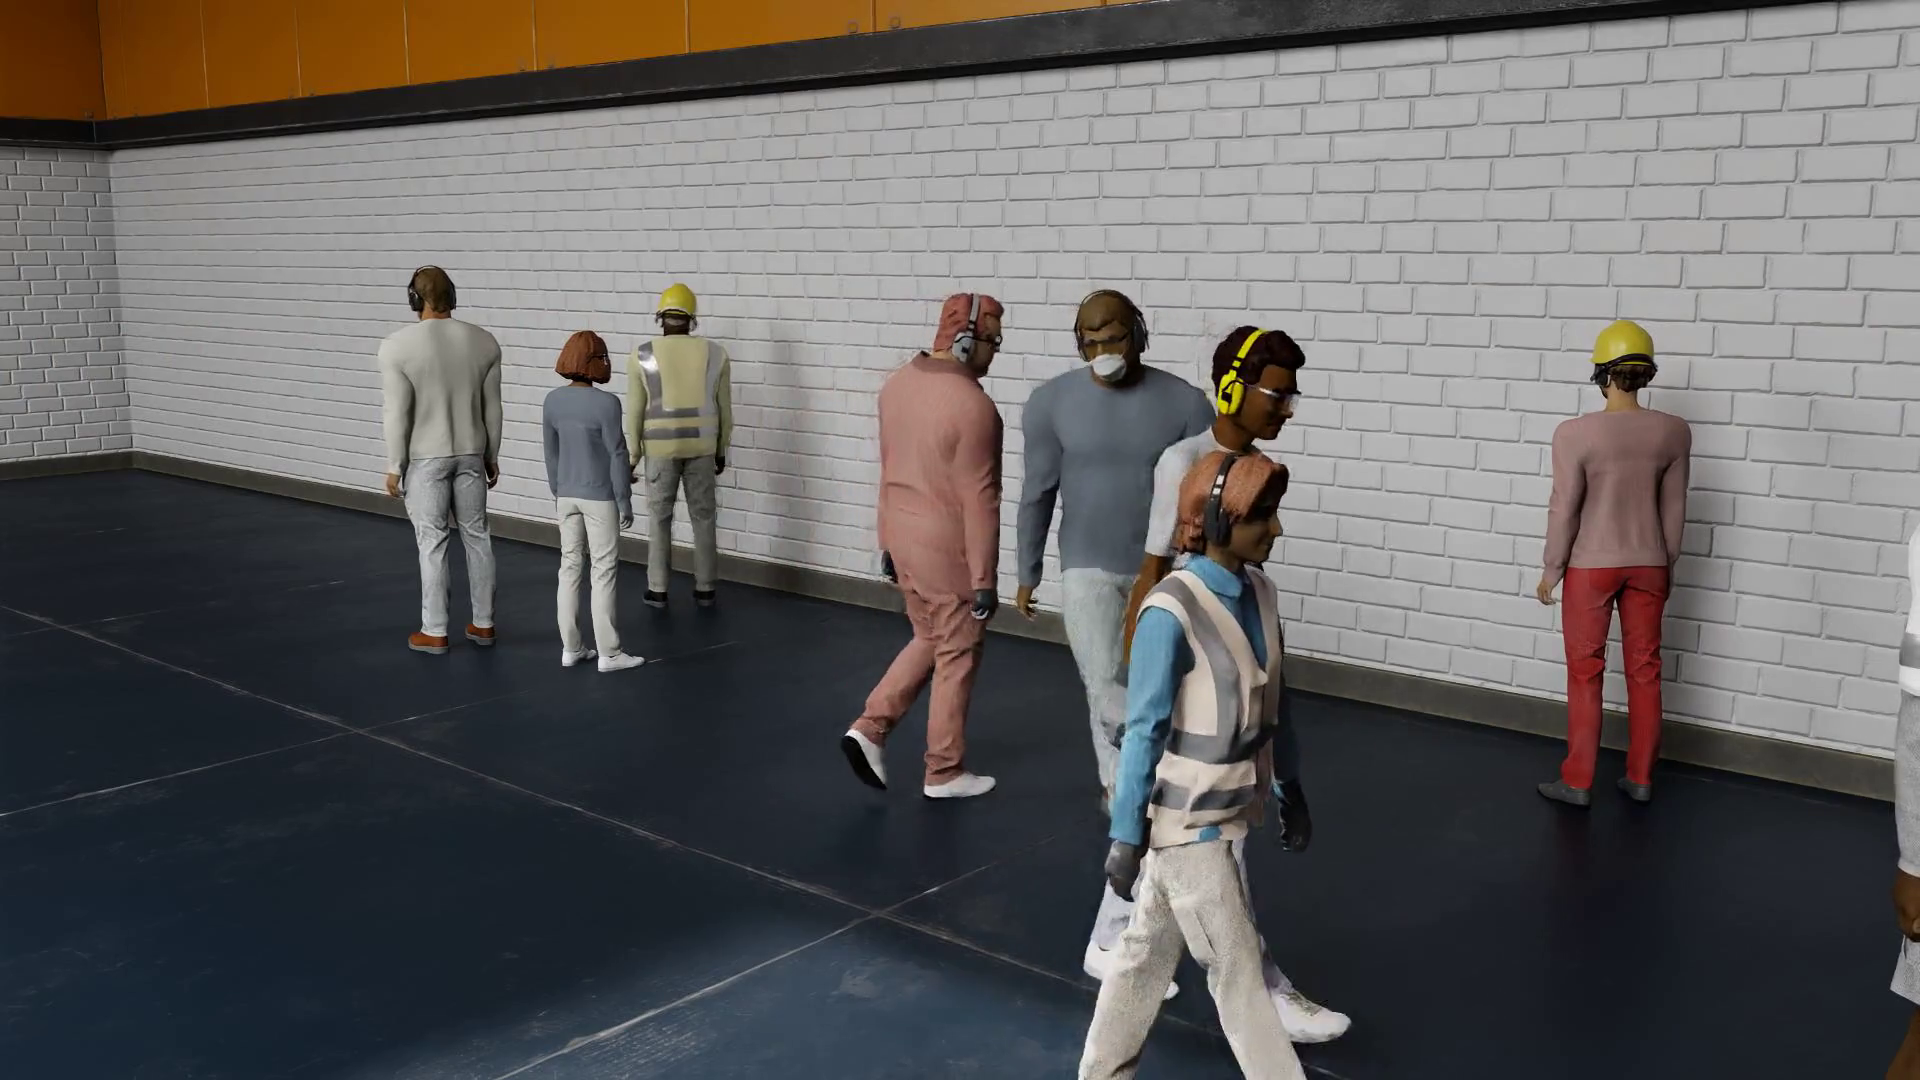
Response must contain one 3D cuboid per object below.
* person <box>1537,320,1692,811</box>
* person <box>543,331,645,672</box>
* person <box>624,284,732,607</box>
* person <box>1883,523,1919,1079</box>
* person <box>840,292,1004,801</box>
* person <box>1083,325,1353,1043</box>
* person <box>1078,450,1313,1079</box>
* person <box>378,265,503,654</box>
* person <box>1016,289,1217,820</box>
[{"bbox_3d":[2.343,0.099,5.998,0.523,1.769,0.314,-1,10,-8],"label":"person"},{"bbox_3d":[-1.772,-0.183,7.984,0.500,1.633,0.282,6,12,30],"label":"person"},{"bbox_3d":[-1.594,-0.520,9.412,0.631,1.821,0.499,-4,11,-21],"label":"person"},{"bbox_3d":[1.951,0.548,2.982,0.542,1.928,0.374,-1,10,-4],"label":"person"},{"bbox_3d":[-0.090,0.058,5.933,0.511,1.875,0.683,-7,12,-34],"label":"person"},{"bbox_3d":[0.707,0.367,4.312,0.909,1.820,0.549,6,12,32],"label":"person"},{"bbox_3d":[0.598,0.607,3.569,0.853,1.586,0.539,6,12,31],"label":"person"},{"bbox_3d":[-2.589,-0.397,8.342,0.630,1.938,0.373,-9,13,-42],"label":"person"},{"bbox_3d":[0.563,0.129,5.483,0.728,1.878,0.912,0,10,-2],"label":"person"}]
